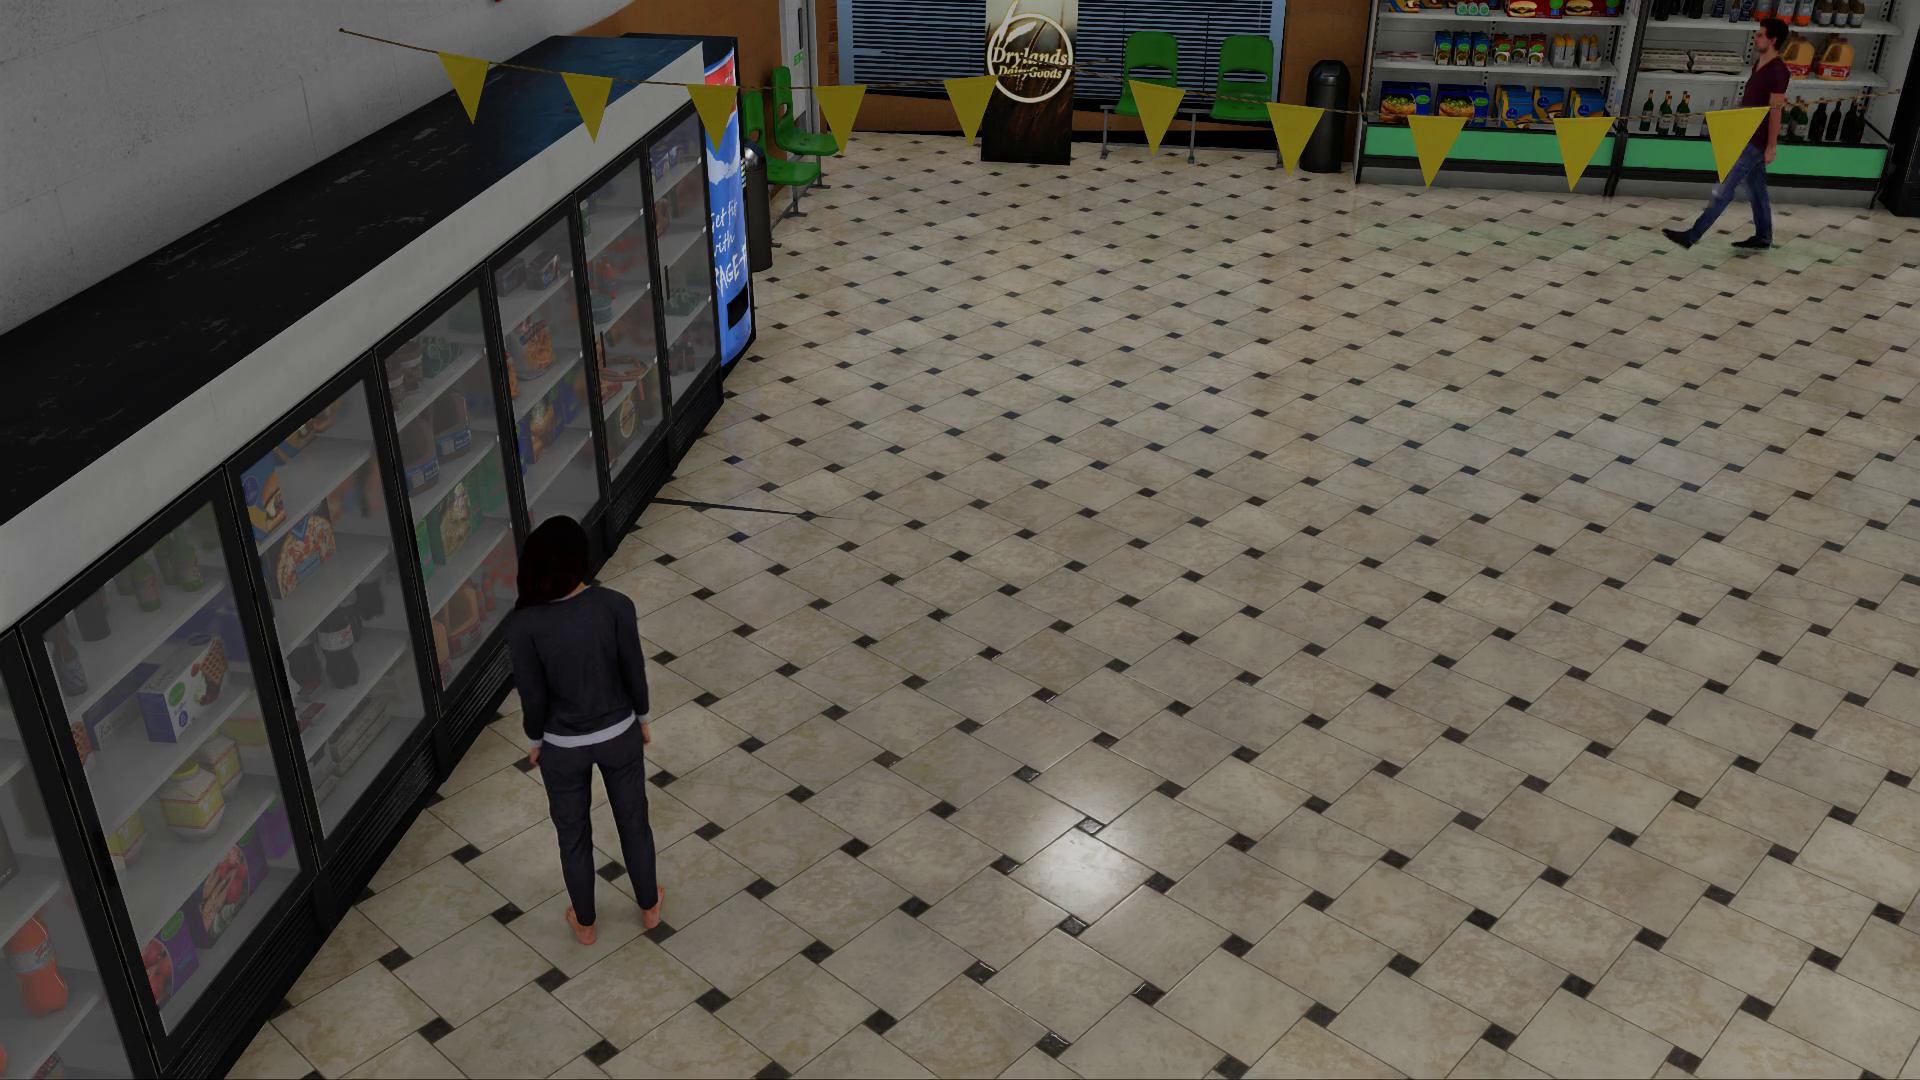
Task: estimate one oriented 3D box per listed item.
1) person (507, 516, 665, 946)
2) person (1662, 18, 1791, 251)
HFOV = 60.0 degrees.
[{"bbox_3d":[-1.342,0.706,6.031,0.628,1.767,0.749,-10,30,-17],"label":"person"},{"bbox_3d":[6.261,-3.090,12.944,1.101,1.806,0.675,4,29,7],"label":"person"}]
